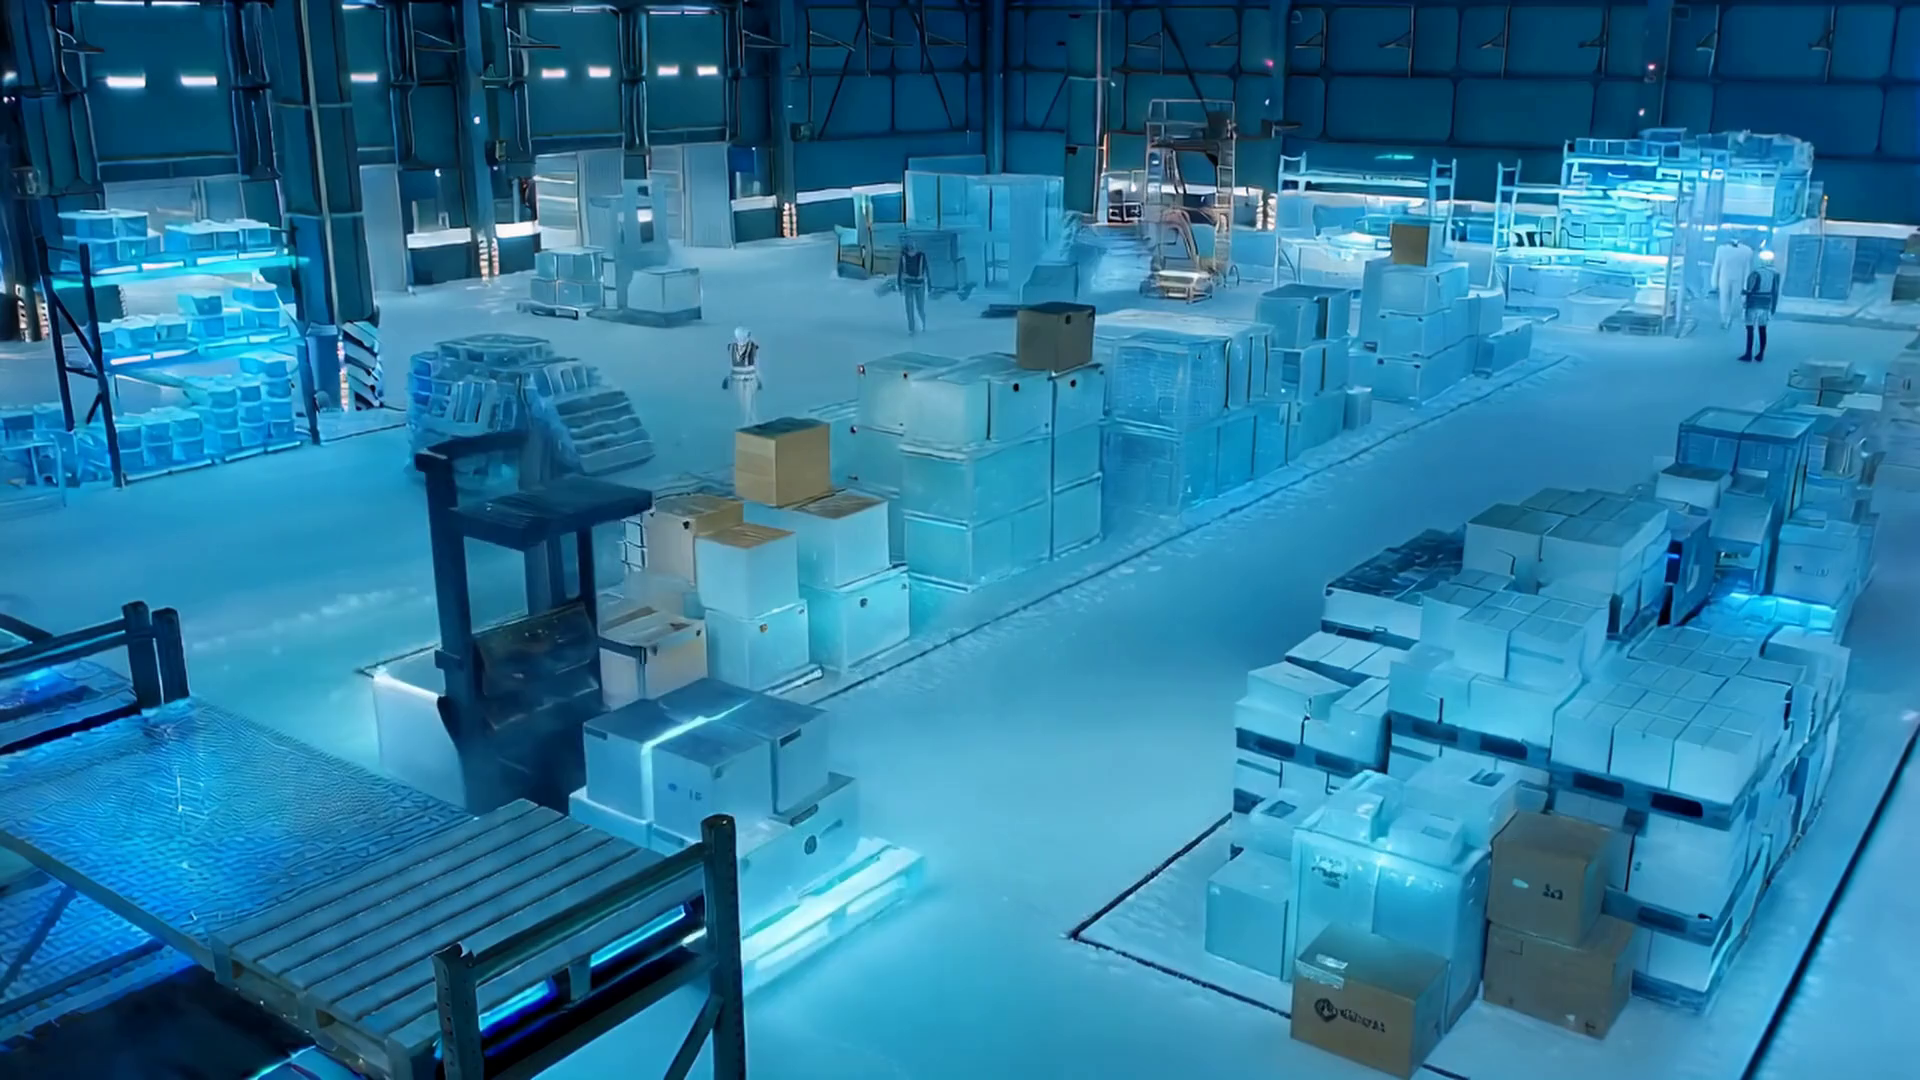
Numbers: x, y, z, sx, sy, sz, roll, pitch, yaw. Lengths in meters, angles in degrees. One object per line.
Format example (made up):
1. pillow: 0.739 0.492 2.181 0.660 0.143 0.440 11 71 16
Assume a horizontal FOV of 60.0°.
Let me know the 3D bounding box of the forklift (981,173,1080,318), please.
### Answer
1. forklift: 1.437 -5.885 33.261 1.873 2.768 1.129 3 17 10

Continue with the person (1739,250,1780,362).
1. person: 13.846 -4.044 28.801 0.555 1.922 0.402 -1 17 -3

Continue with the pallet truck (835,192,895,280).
1. pallet truck: -1.936 -7.159 38.982 1.885 1.965 0.823 -12 21 -34

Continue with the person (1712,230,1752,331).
1. person: 14.738 -4.959 31.824 0.651 1.919 0.624 9 19 27

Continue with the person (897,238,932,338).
1. person: -0.853 -4.697 31.038 0.631 1.867 0.475 2 17 7

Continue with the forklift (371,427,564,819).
1. forklift: -3.193 0.658 11.597 1.873 2.768 1.129 12 21 35

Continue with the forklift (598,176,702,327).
1. forklift: -6.123 -5.702 32.655 1.873 2.768 1.129 12 21 35

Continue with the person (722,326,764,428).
1. person: -3.032 -2.201 23.263 0.529 1.591 0.875 5 17 16

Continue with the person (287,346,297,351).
1. person: -11.087 -3.843 28.185 0.798 1.897 0.582 1 17 2
